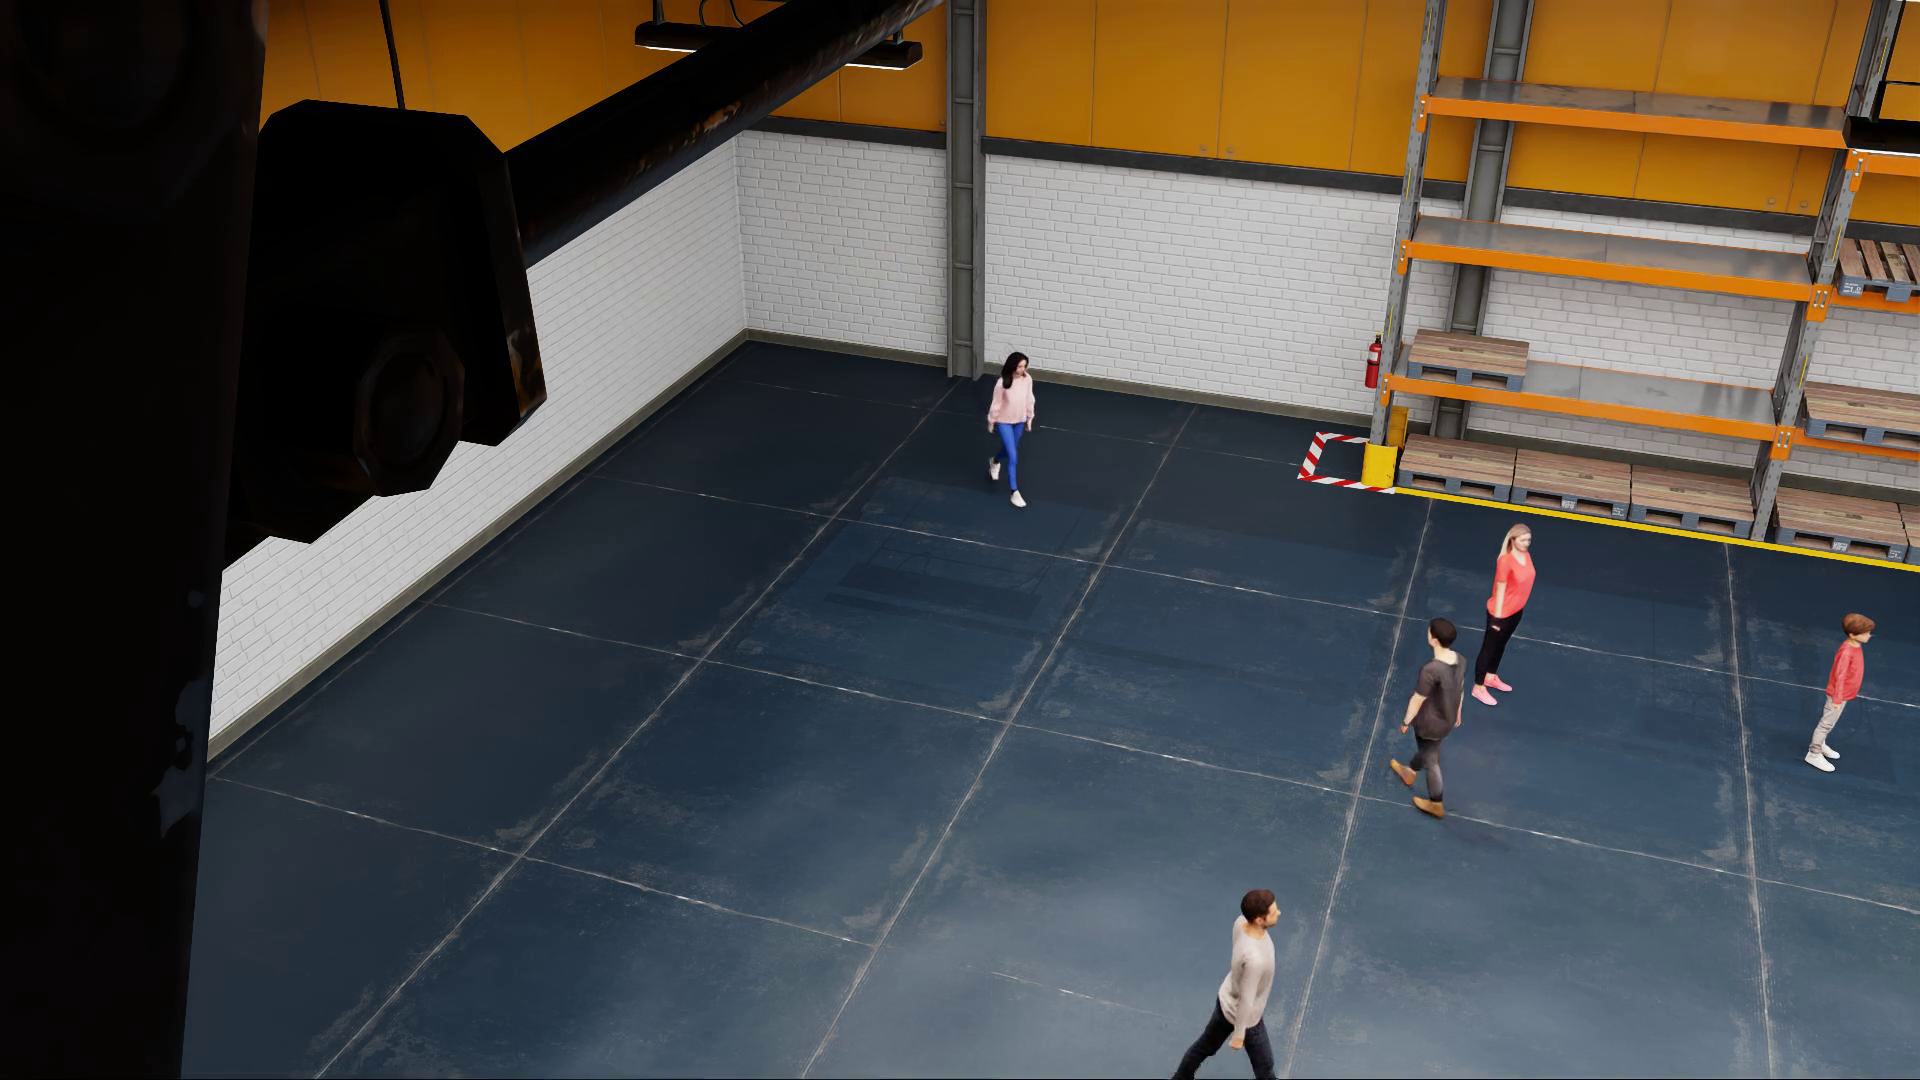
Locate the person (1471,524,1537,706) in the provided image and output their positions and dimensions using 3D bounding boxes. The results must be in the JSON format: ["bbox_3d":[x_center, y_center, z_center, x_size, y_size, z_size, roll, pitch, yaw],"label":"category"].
[{"bbox_3d":[4.752,0.615,14.531,0.670,1.694,0.668,-25,38,-38],"label":"person"}]

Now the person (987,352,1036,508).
[{"bbox_3d":[0.494,-1.271,17.959,1.126,1.722,1.224,-14,32,-25],"label":"person"}]

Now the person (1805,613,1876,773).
[{"bbox_3d":[7.248,1.225,13.703,0.565,1.417,0.575,20,34,32],"label":"person"}]

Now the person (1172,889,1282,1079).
[{"bbox_3d":[1.640,2.887,10.233,1.299,1.821,1.001,-1,29,-2],"label":"person"}]

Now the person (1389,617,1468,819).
[{"bbox_3d":[3.794,1.429,13.049,0.928,1.686,1.044,-19,34,-31],"label":"person"}]
